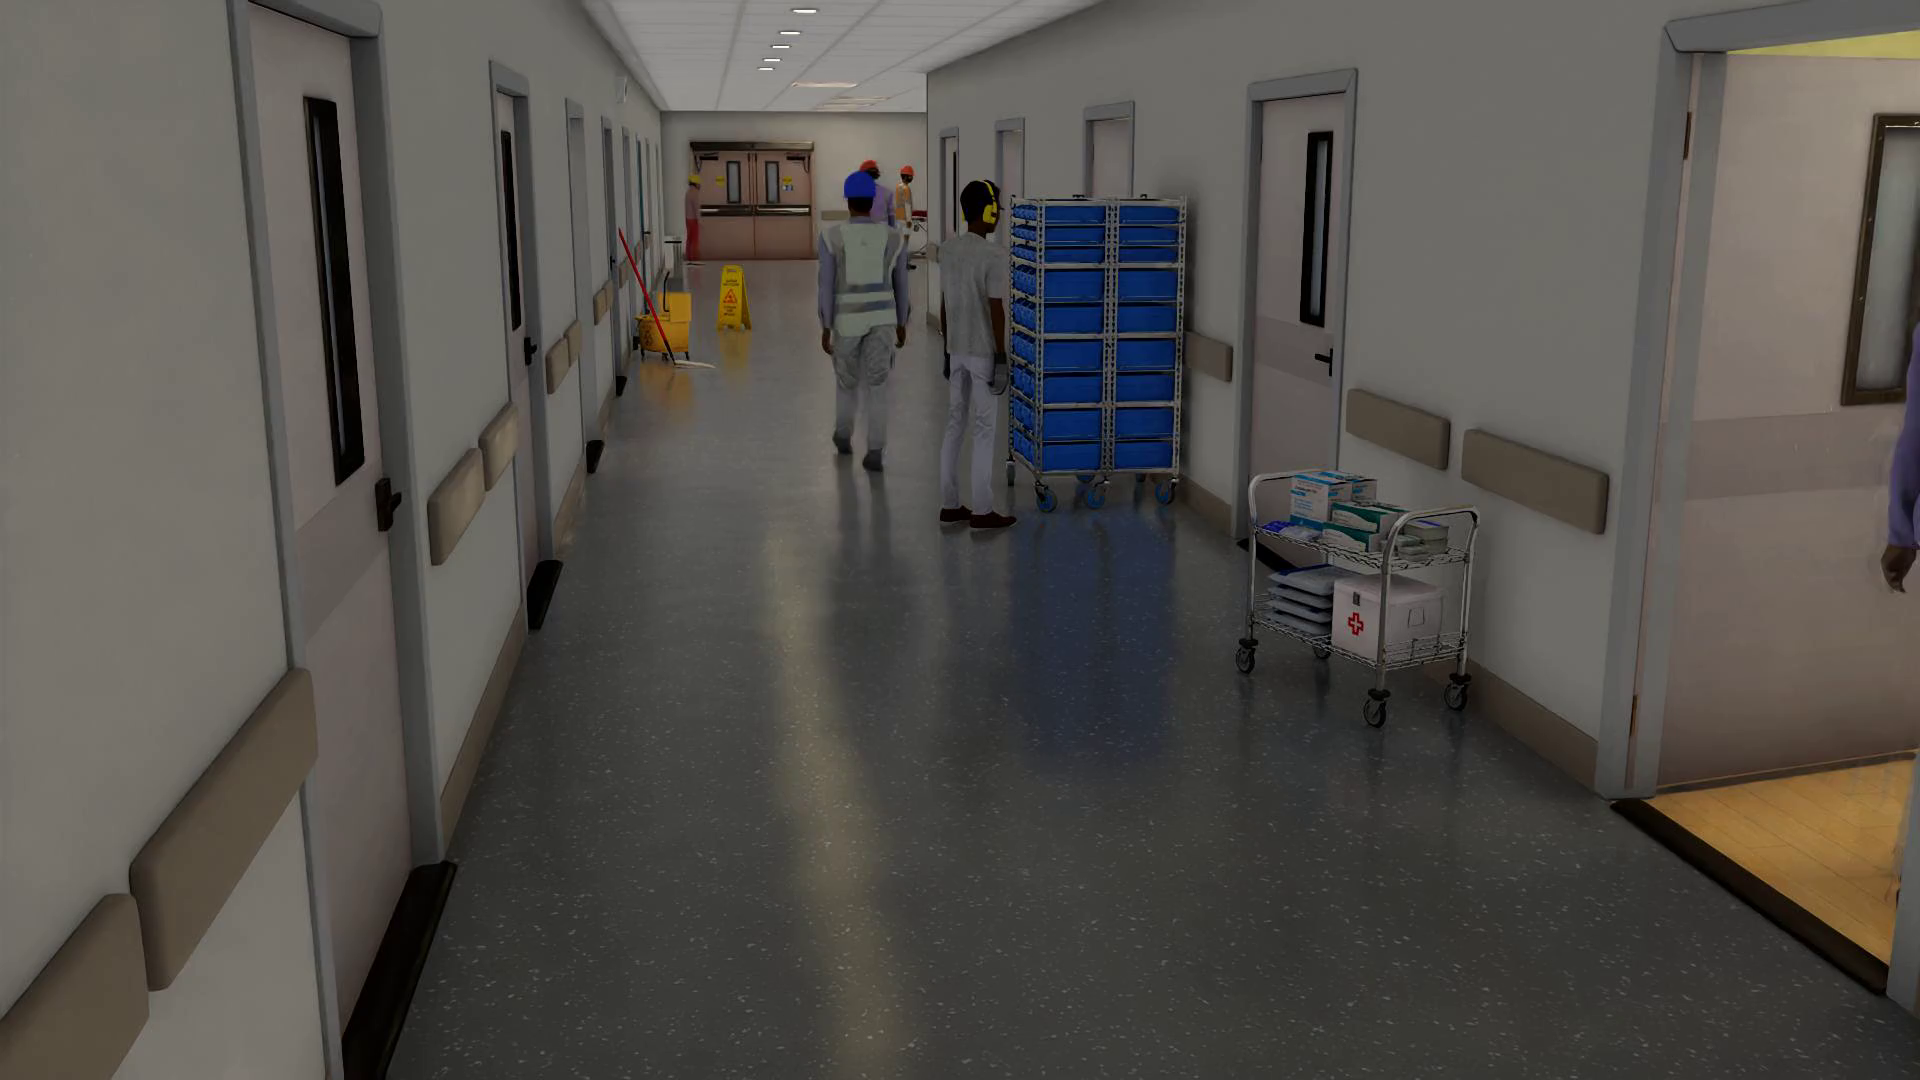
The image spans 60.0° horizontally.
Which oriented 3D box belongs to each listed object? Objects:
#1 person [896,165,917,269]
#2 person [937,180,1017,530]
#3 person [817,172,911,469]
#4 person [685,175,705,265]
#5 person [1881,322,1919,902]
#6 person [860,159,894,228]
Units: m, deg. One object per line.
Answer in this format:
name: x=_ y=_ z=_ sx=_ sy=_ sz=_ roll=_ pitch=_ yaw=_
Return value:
person: x=-1.019 y=-6.098 z=31.467 sx=0.370 sy=1.933 sz=0.551 roll=-5 pitch=14 yaw=-20
person: x=0.089 y=-0.980 z=8.927 sx=0.332 sy=1.856 sz=0.494 roll=-11 pitch=17 yaw=-41
person: x=-0.631 y=-1.443 z=10.896 sx=0.632 sy=1.889 sz=1.015 roll=-3 pitch=13 yaw=-13
person: x=-5.216 y=-6.288 z=32.726 sx=0.356 sy=1.750 sz=0.572 roll=-7 pitch=15 yaw=-30
person: x=2.736 y=0.034 z=4.289 sx=0.599 sy=1.915 sz=0.642 roll=-3 pitch=13 yaw=-11
person: x=-1.178 y=-4.026 z=22.094 sx=0.635 sy=2.017 sz=0.740 roll=-4 pitch=13 yaw=-19
